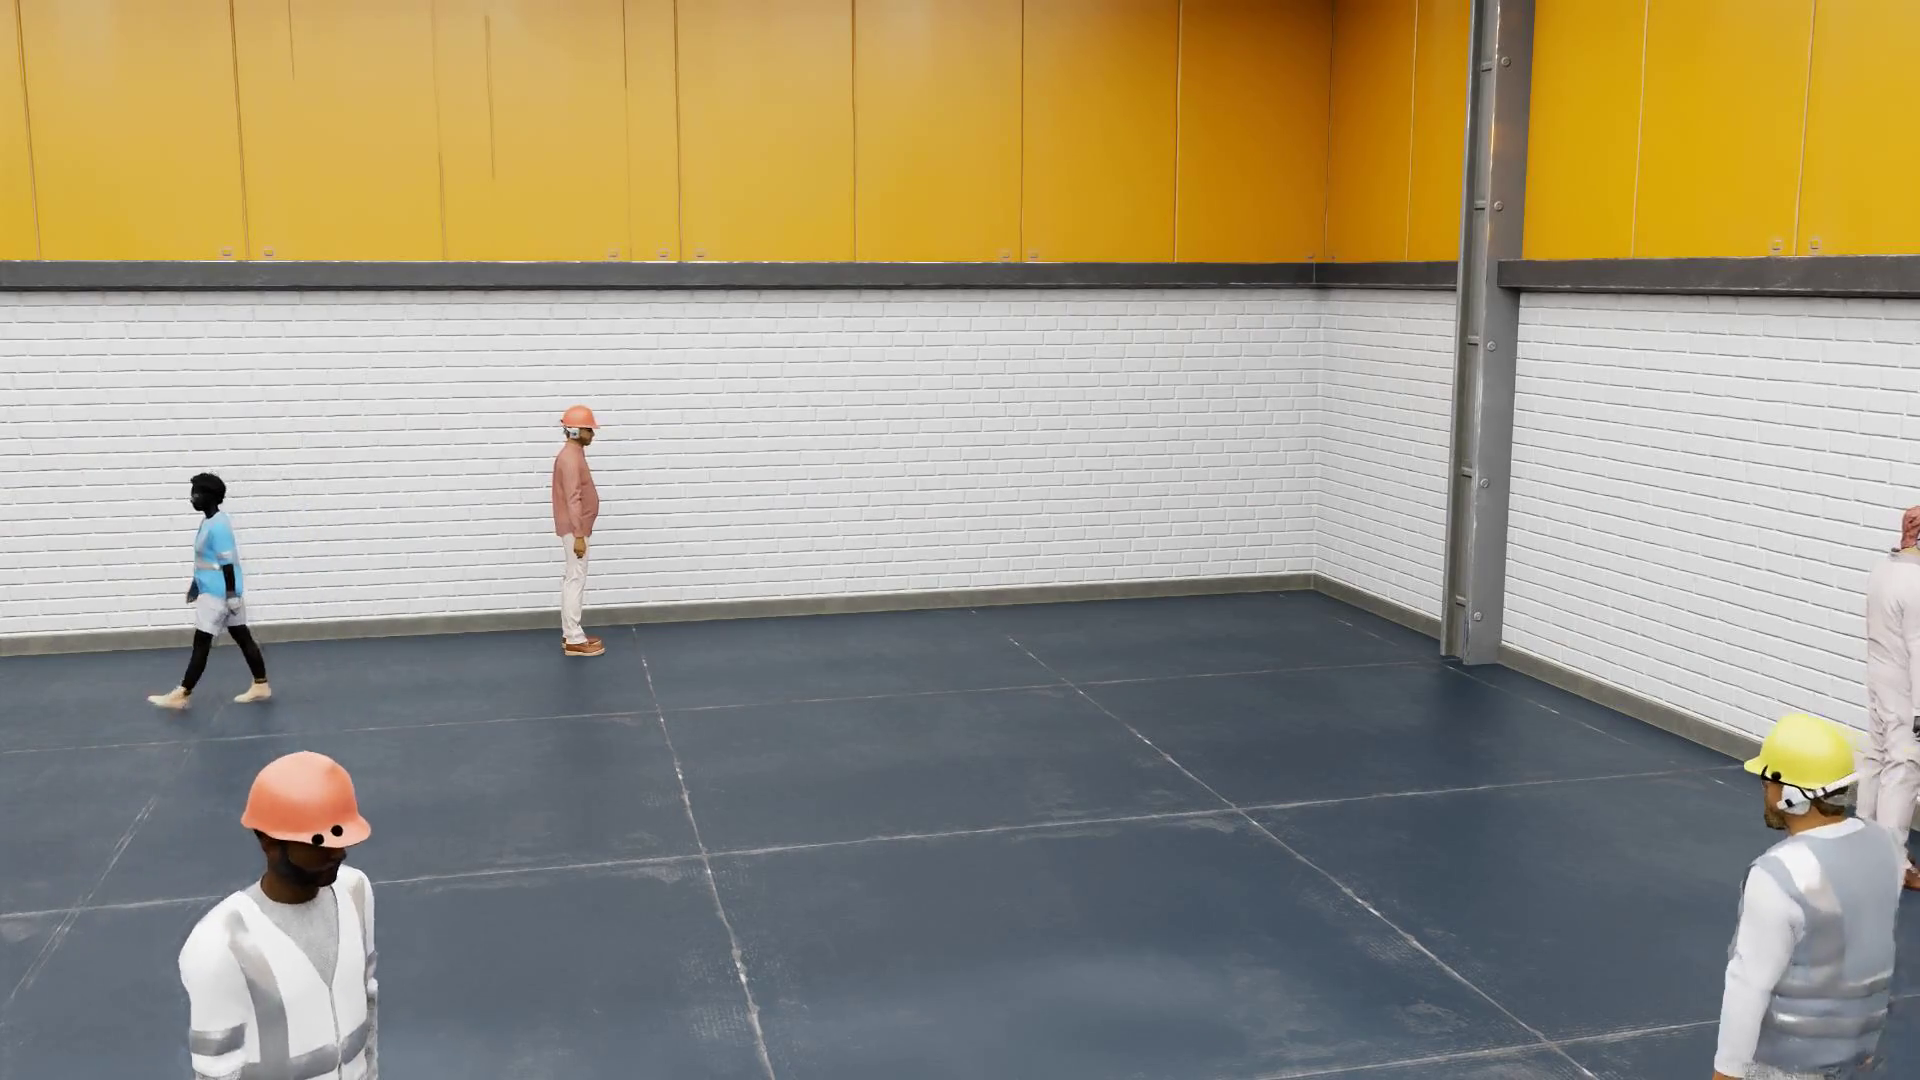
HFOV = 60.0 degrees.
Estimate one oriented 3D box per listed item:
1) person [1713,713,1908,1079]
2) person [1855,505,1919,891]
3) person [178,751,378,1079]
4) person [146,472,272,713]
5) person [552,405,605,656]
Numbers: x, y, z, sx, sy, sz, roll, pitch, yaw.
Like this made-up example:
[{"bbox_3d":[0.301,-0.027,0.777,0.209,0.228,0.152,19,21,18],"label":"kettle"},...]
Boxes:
[{"bbox_3d":[2.360,1.379,4.704,0.614,1.812,0.429,-6,11,-31],"label":"person"},{"bbox_3d":[4.730,0.764,8.268,0.406,1.906,0.654,2,9,11],"label":"person"},{"bbox_3d":[-1.696,1.429,4.135,0.757,1.909,0.542,4,10,25],"label":"person"},{"bbox_3d":[-5.240,0.365,11.533,0.854,1.658,0.542,-4,10,-24],"label":"person"},{"bbox_3d":[-3.039,-0.081,13.274,0.398,1.991,0.622,-2,9,-15],"label":"person"}]
